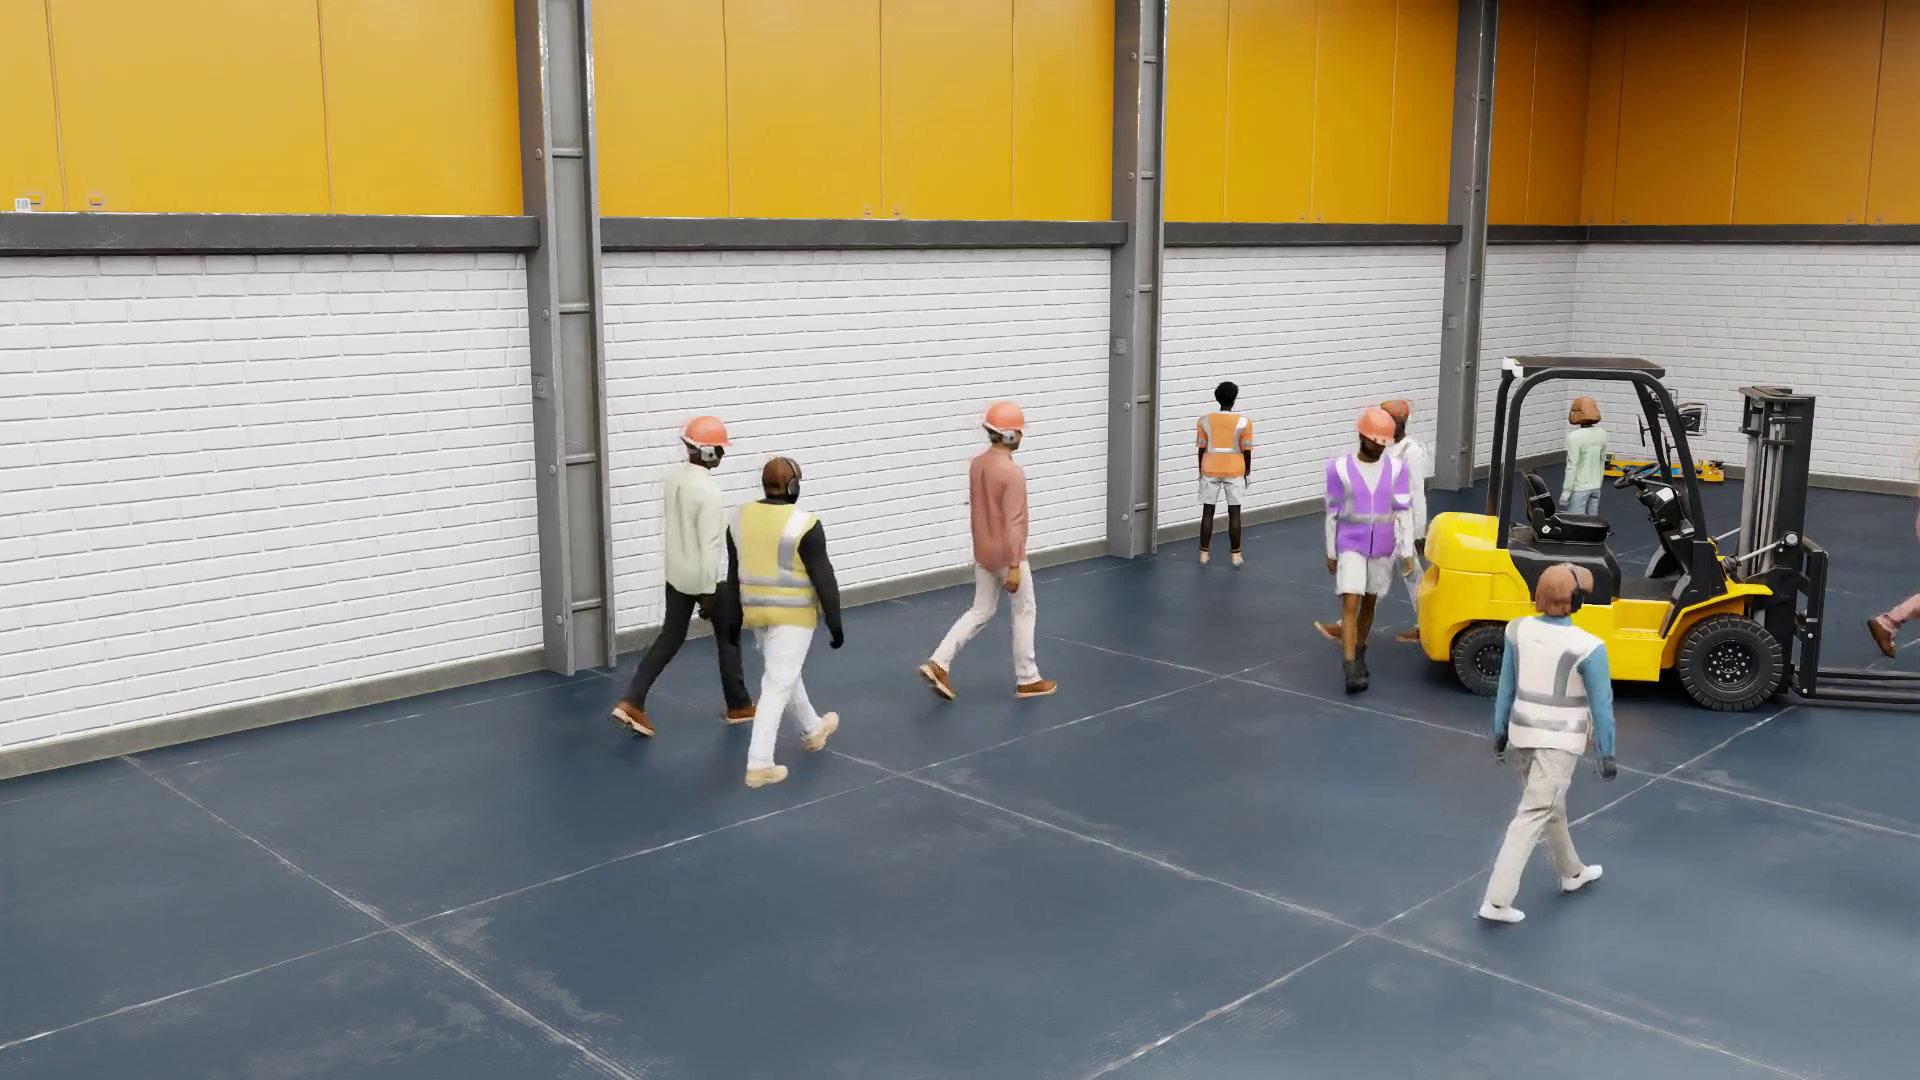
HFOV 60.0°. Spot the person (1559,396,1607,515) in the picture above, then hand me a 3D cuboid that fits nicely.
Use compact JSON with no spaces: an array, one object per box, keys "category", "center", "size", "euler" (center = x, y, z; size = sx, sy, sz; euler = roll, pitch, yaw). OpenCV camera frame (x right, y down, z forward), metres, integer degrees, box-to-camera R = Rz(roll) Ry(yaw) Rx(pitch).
[{"category":"person","center":[5.360,-0.418,14.336],"size":[0.507,1.631,0.266],"euler":[-7,12,-33]}]

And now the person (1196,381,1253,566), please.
[{"category":"person","center":[2.409,-0.603,15.197],"size":[0.530,1.690,0.321],"euler":[3,11,18]}]

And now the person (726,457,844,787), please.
[{"category":"person","center":[-0.941,0.423,9.336],"size":[0.653,1.779,0.995],"euler":[7,12,33]}]

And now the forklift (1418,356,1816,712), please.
[{"category":"forklift","center":[4.276,-0.101,11.076],"size":[2.313,2.155,1.214],"euler":[2,11,13]}]

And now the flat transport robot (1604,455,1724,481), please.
[{"category":"flat transport robot","center":[8.729,-0.906,20.716],"size":[1.431,0.197,0.652],"euler":[4,11,23]}]

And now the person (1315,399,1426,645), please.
[{"category":"person","center":[3.097,-0.117,12.158],"size":[1.013,1.821,0.614],"euler":[-1,10,-4]}]

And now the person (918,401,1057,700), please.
[{"category":"person","center":[0.190,0.084,10.701],"size":[0.895,1.968,0.622],"euler":[-6,12,-28]}]

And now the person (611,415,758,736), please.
[{"category":"person","center":[-1.652,0.217,10.029],"size":[0.998,1.951,0.596],"euler":[-9,14,-41]}]

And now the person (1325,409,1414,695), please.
[{"category":"person","center":[2.712,0.063,11.060],"size":[0.544,1.870,0.956],"euler":[0,10,-1]}]

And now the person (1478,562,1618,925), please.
[{"category":"person","center":[2.626,0.886,7.333],"size":[0.884,1.583,0.531],"euler":[-6,12,-30]}]

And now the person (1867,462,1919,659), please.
[{"category":"person","center":[6.800,-0.042,11.581],"size":[0.622,1.886,0.651],"euler":[6,12,29]}]
